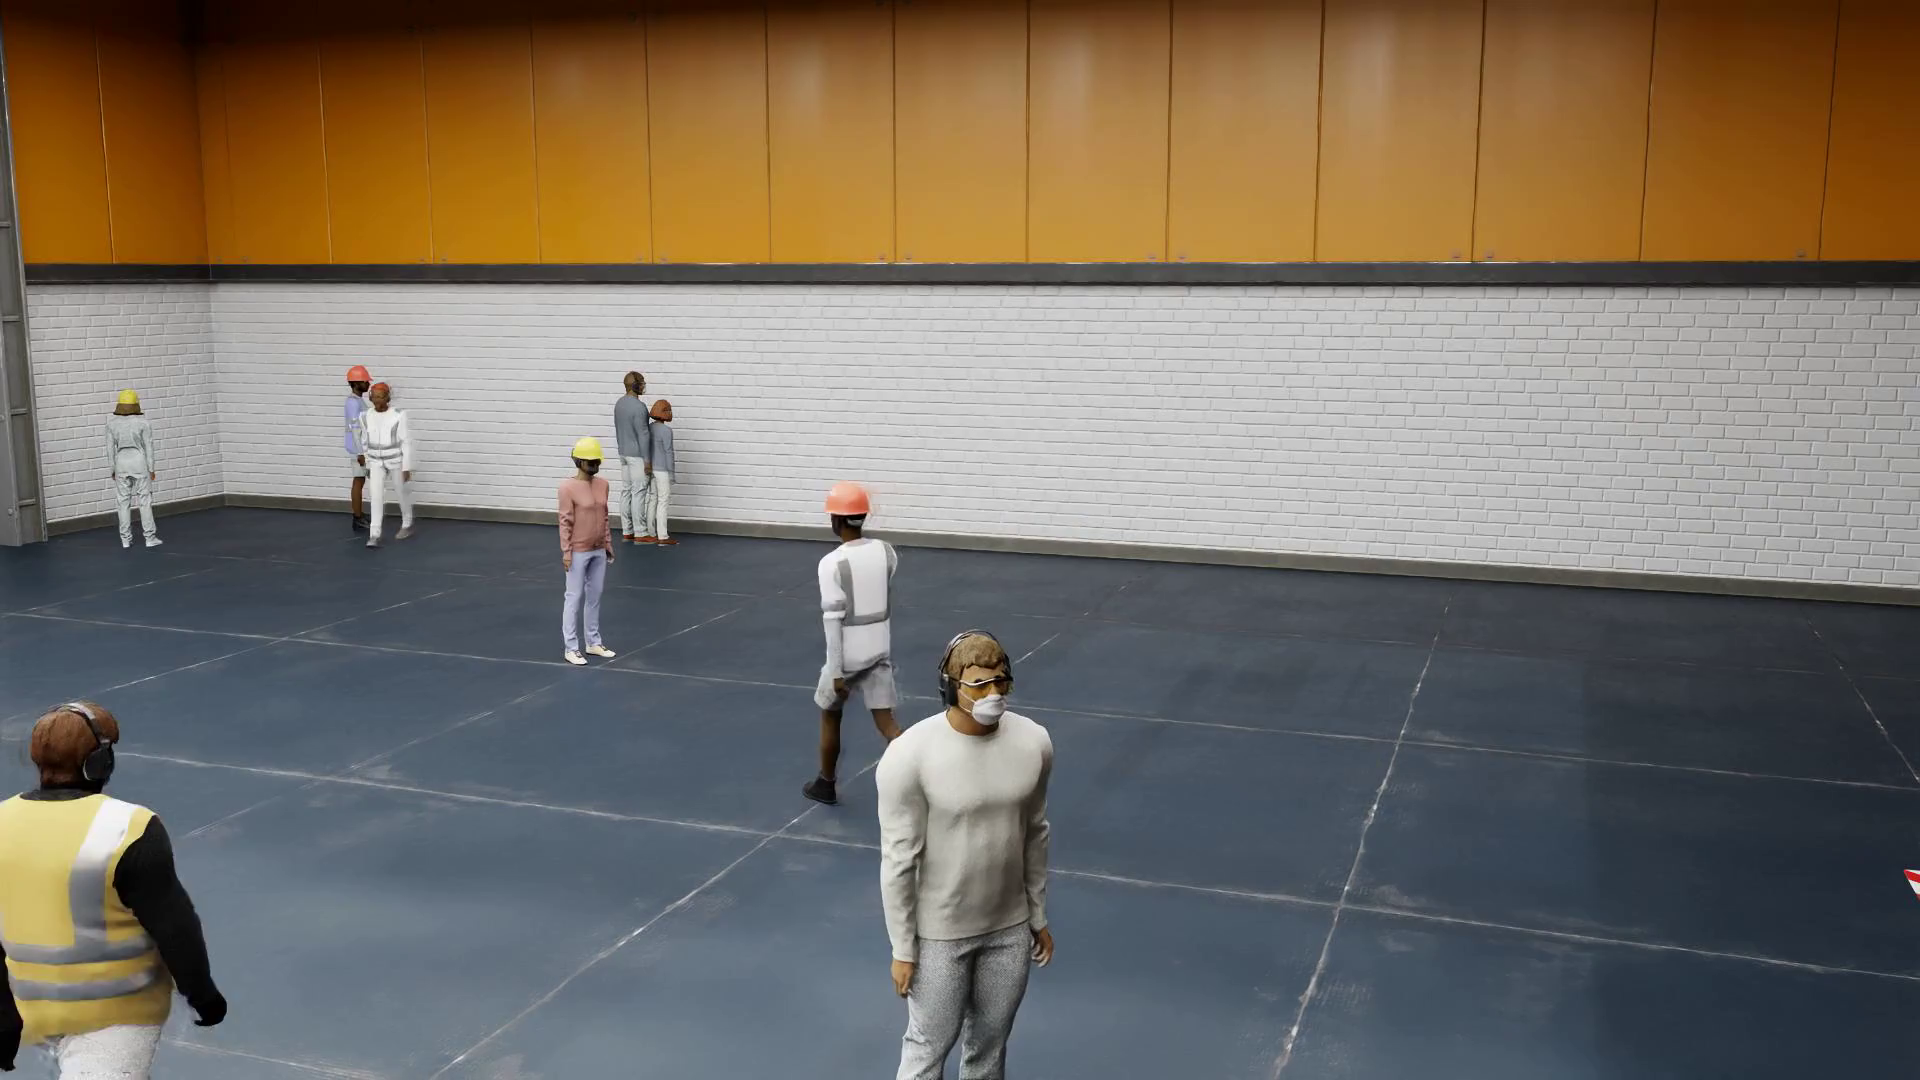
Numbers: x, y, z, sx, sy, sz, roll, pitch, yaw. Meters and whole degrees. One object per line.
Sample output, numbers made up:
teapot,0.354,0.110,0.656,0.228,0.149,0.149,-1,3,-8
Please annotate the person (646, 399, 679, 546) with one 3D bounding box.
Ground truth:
person,-3.333,-0.754,18.545,0.287,1.627,0.497,-8,12,-40

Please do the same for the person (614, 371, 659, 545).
person,-3.622,-0.916,18.570,0.372,1.940,0.632,-7,12,-38

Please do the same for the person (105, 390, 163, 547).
person,-9.144,-0.788,18.379,0.487,1.744,0.314,-1,9,-8

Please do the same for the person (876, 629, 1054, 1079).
person,0.034,1.229,5.260,0.629,1.940,0.378,-6,11,-32

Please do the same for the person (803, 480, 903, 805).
person,-0.535,0.618,9.206,0.540,1.904,0.978,-8,12,-40

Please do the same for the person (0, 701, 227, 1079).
person,-2.560,1.364,4.903,0.620,1.796,0.997,3,10,18

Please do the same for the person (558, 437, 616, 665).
person,-2.886,0.078,12.935,0.331,1.766,0.530,6,11,31

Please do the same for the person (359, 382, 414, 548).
person,-6.394,-0.859,18.594,0.588,1.823,1.053,0,9,2

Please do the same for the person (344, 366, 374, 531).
person,-7.054,-1.082,19.596,0.362,1.939,0.542,-3,10,-19
